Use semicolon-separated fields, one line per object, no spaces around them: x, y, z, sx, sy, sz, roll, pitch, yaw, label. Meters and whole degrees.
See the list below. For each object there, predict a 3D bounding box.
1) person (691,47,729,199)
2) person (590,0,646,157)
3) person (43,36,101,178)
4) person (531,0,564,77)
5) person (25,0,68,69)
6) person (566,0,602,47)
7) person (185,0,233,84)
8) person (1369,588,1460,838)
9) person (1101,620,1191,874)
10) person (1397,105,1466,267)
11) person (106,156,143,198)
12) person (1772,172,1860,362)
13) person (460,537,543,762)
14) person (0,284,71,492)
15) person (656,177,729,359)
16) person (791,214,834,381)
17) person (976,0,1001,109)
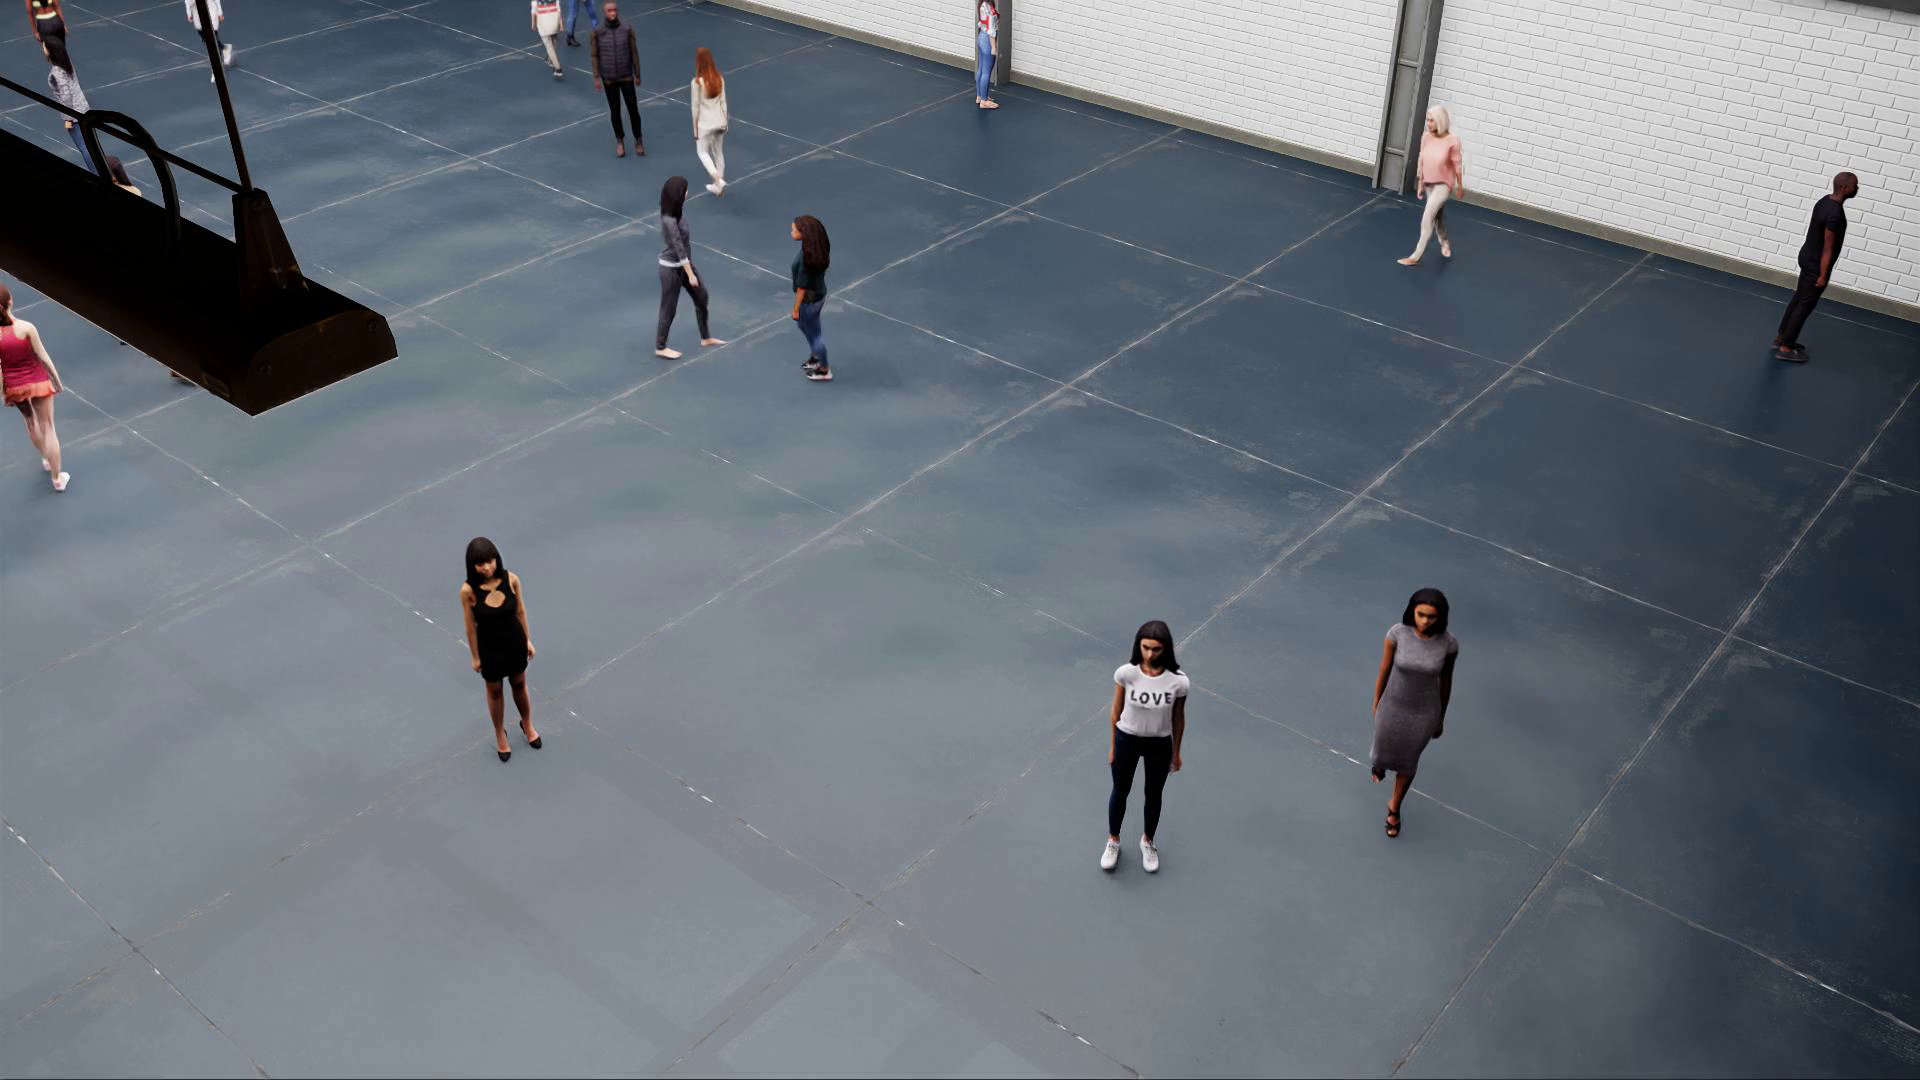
-2.742;-4.612;18.573;0.718;1.700;0.894;-21;39;-29;person
-4.093;-5.523;19.824;0.837;1.833;0.871;-7;34;-11;person
-10.082;-4.874;18.940;0.740;1.731;0.686;-2;34;-3;person
-5.510;-6.920;22.318;0.723;1.399;1.043;-20;38;-27;person
-11.727;-6.573;21.489;0.613;1.739;0.927;-28;43;-36;person
-5.411;-7.681;23.283;1.005;1.598;0.766;14;36;20;person
-10.052;-7.065;22.210;1.034;1.759;1.010;3;34;5;person
2.717;0.997;10.072;0.796;1.770;0.817;7;34;10;person
1.075;1.204;9.757;0.626;1.774;0.730;5;34;7;person
4.992;-3.651;17.152;0.858;1.673;1.012;-28;43;-35;person
-7.878;-2.845;15.881;0.628;1.737;0.718;4;34;6;person
7.877;-2.523;15.325;0.698;1.816;0.738;10;35;15;person
-2.949;0.680;10.657;0.610;1.650;0.577;-18;38;-25;person
-7.520;-1.185;13.391;0.826;1.730;0.937;-9;35;-13;person
-2.716;-2.484;15.343;1.026;1.732;0.952;0;34;0;person
-1.262;-2.154;14.961;0.741;1.605;0.705;7;34;10;person
0.346;-6.373;21.303;0.727;1.612;0.638;-7;34;-10;person
